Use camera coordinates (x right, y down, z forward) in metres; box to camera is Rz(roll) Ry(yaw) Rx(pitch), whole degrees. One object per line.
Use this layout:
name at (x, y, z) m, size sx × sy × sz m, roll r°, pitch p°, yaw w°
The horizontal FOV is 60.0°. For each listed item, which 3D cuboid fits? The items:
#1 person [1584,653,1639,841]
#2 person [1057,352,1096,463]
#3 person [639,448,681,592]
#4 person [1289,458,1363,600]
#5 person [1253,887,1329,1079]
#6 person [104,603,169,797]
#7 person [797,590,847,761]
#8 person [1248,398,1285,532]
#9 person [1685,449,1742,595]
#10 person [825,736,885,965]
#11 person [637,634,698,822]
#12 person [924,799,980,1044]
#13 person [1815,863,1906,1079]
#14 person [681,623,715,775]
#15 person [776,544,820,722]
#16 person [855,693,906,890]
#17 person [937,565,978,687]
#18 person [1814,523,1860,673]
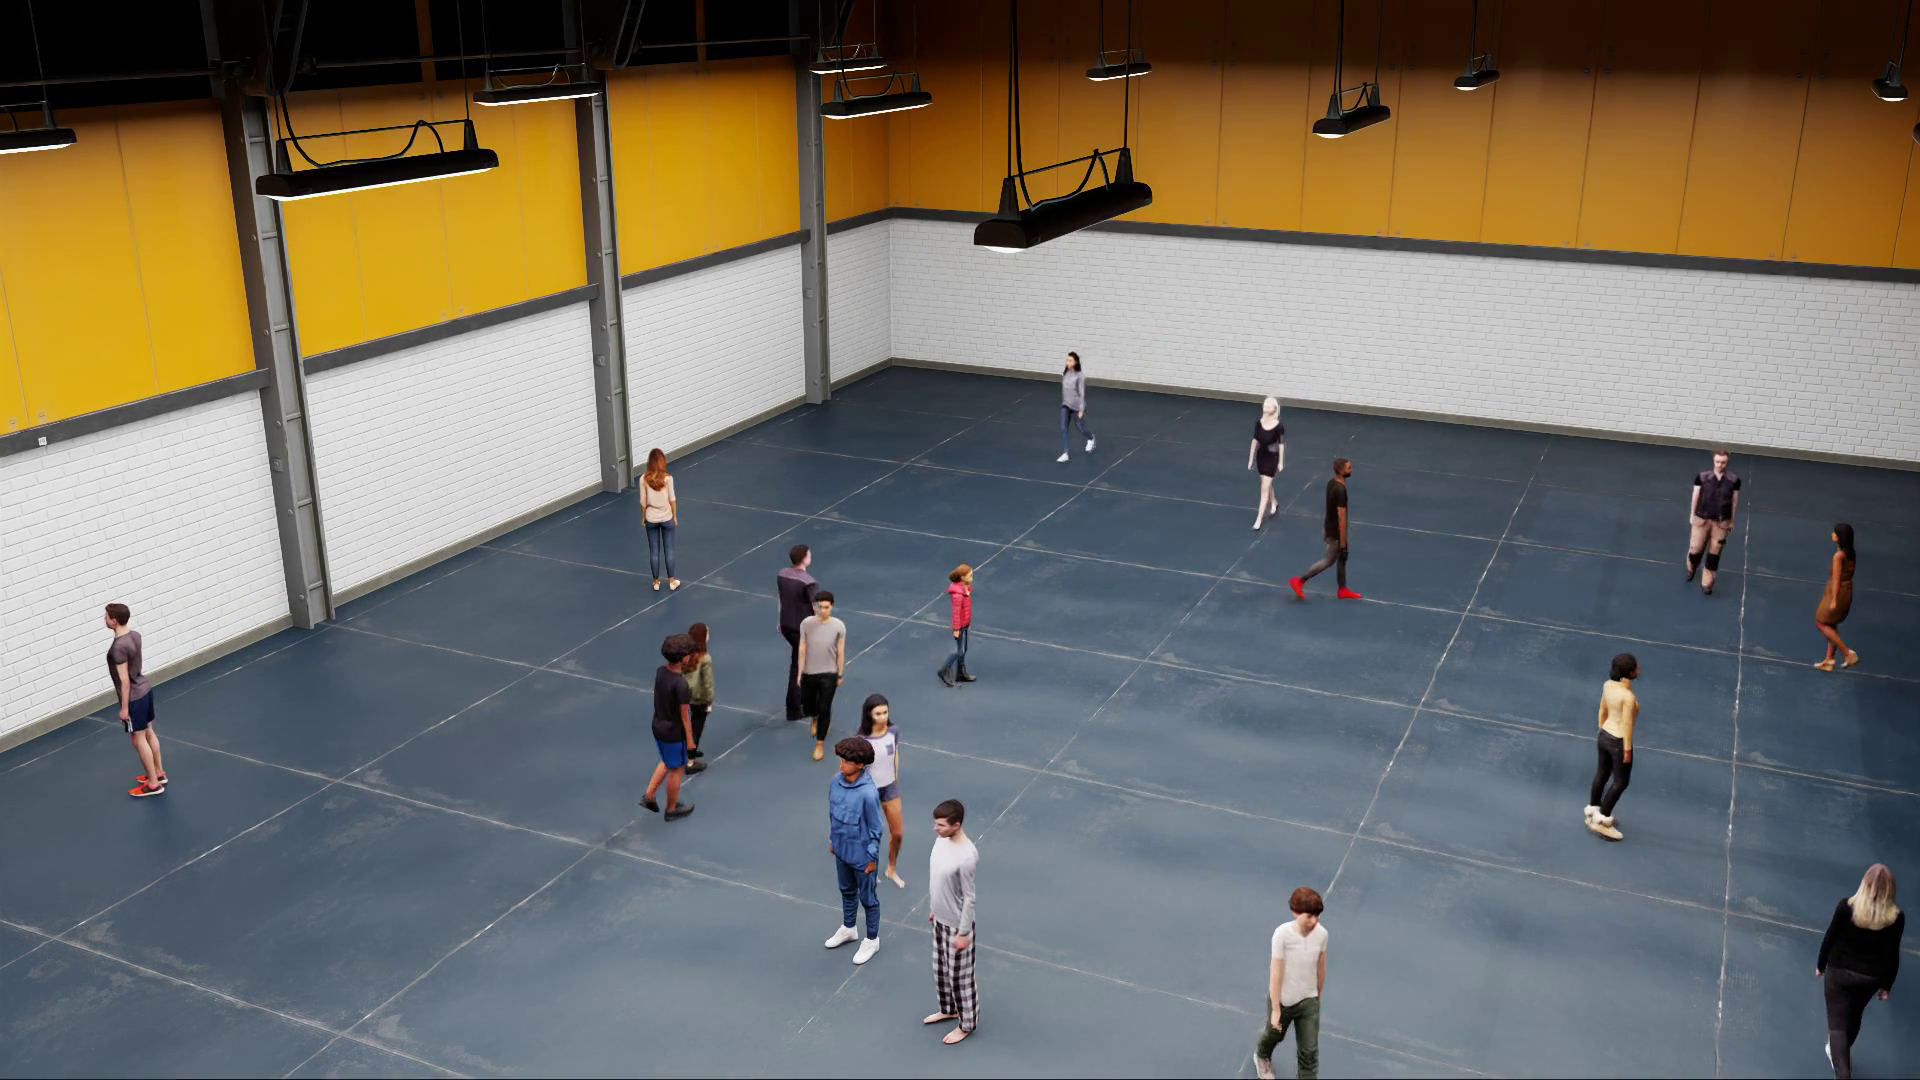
person at (5.724, 1.774, 14.593) m, size 0.819 × 1.656 × 0.732 m, roll -2°, pitch 19°, yaw -7°
person at (1.819, -2.090, 25.992) m, size 0.823 × 1.703 × 1.140 m, roll 16°, pitch 24°, yaw 39°
person at (-3.686, -0.250, 20.396) m, size 0.667 × 1.788 × 0.665 m, roll 0°, pitch 19°, yaw -1°
person at (4.409, -0.096, 19.958) m, size 1.041 × 1.776 × 1.179 m, roll 0°, pitch 19°, yaw 1°
person at (2.161, 3.010, 10.981) m, size 0.961 × 1.619 × 1.172 m, roll -3°, pitch 19°, yaw -8°
person at (-7.572, 1.448, 15.254) m, size 0.792 × 1.851 × 0.678 m, roll -3°, pitch 19°, yaw -8°
person at (-1.334, 1.254, 16.076) m, size 0.806 × 1.694 × 0.954 m, roll 3°, pitch 19°, yaw 8°
person at (4.252, -1.063, 22.814) m, size 0.736 × 1.784 × 1.196 m, roll 13°, pitch 23°, yaw 34°
person at (9.227, -0.266, 20.388) m, size 0.696 × 1.823 × 0.766 m, roll 7°, pitch 20°, yaw 20°
person at (-0.796, 2.329, 12.701) m, size 0.746 × 1.811 × 0.694 m, roll 17°, pitch 25°, yaw 41°
person at (-2.613, 1.698, 14.642) m, size 0.948 × 1.768 × 0.847 m, roll -17°, pitch 25°, yaw -41°
person at (-0.044, 2.647, 11.702) m, size 0.733 × 1.846 × 0.706 m, roll -10°, pitch 21°, yaw -27°
person at (5.953, 2.969, 11.048) m, size 0.737 × 1.654 × 1.141 m, roll 5°, pitch 19°, yaw 15°
person at (-2.536, 1.500, 15.715) m, size 0.675 × 1.459 × 0.701 m, roll 17°, pitch 25°, yaw 41°
person at (-1.694, 0.944, 16.783) m, size 0.937 × 1.831 × 0.887 m, roll -17°, pitch 25°, yaw -40°
person at (-0.733, 2.038, 13.712) m, size 0.758 × 1.716 × 0.816 m, roll -10°, pitch 21°, yaw -26°
person at (-0.025, 0.913, 17.698) m, size 0.641 × 1.305 × 0.593 m, roll 9°, pitch 20°, yaw 24°
person at (9.508, 0.667, 17.858) m, size 0.767 × 1.669 × 0.751 m, roll 16°, pitch 24°, yaw 39°
